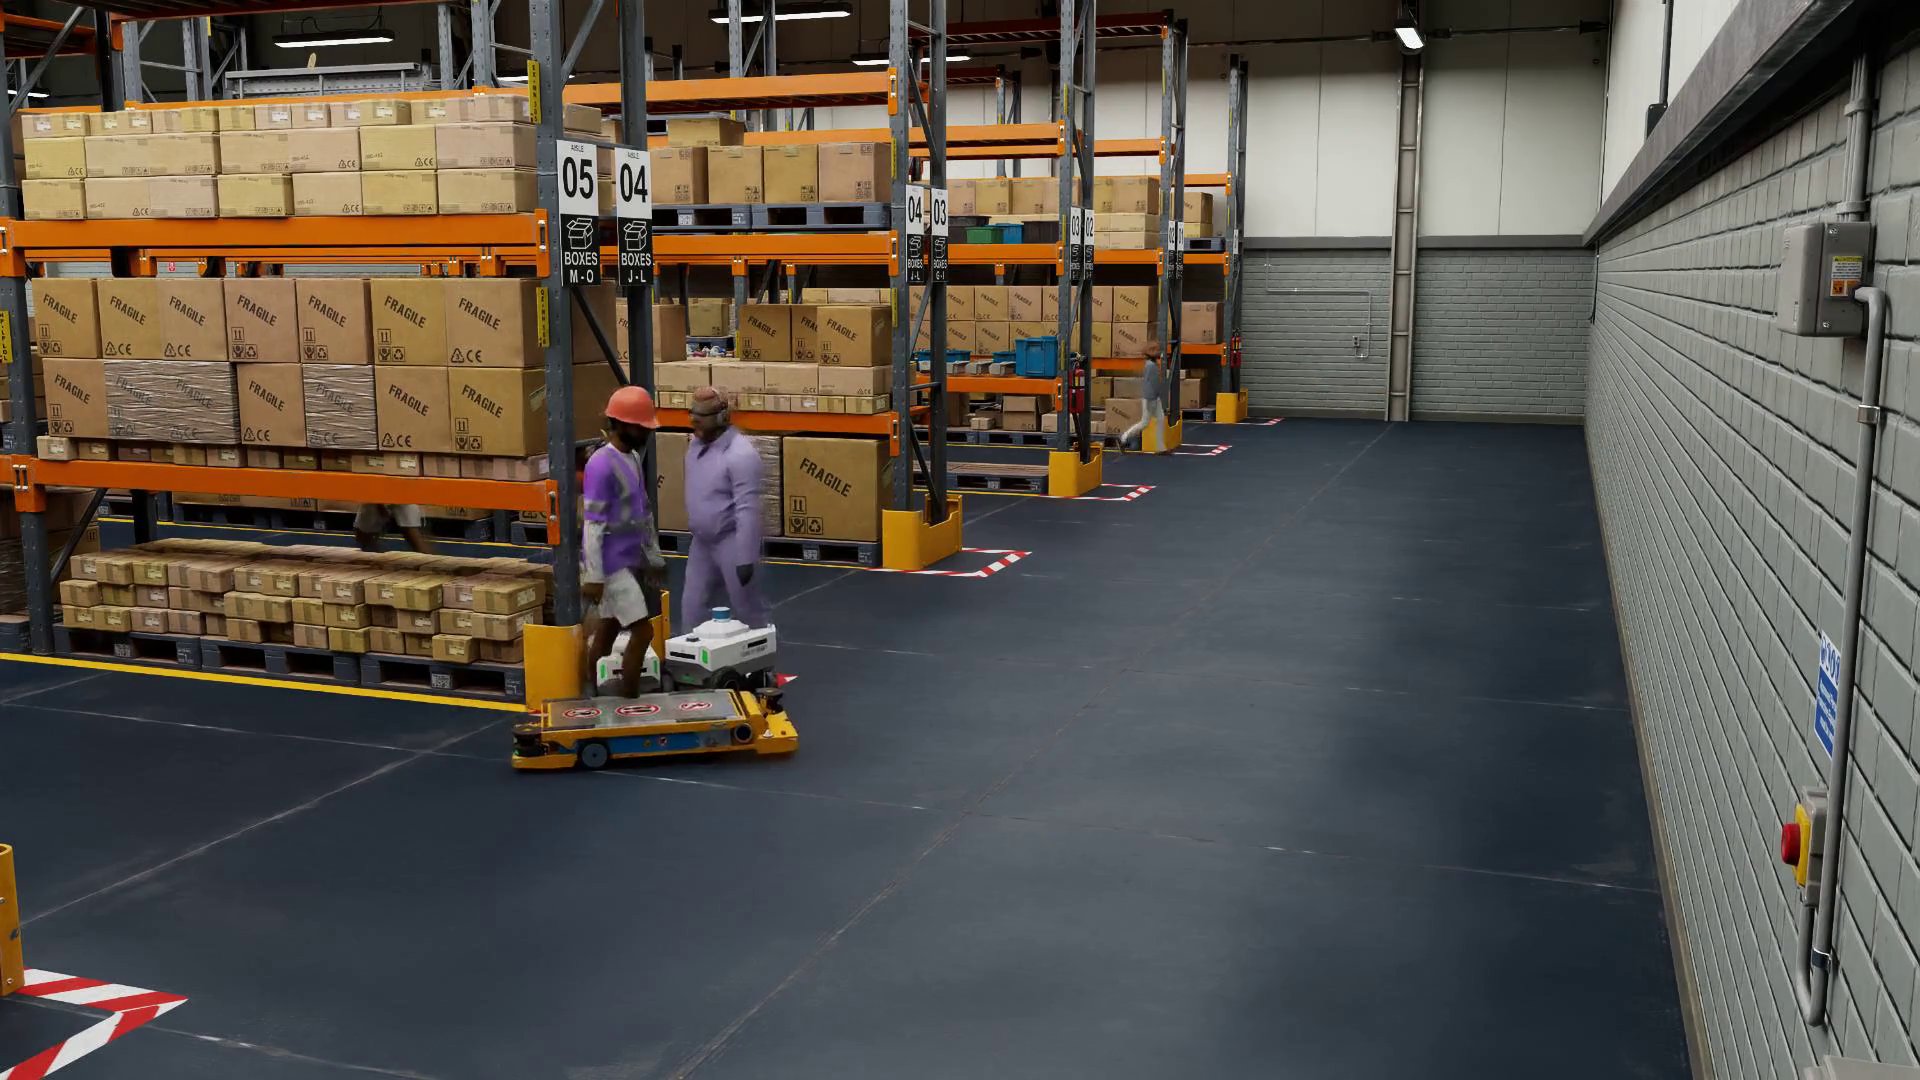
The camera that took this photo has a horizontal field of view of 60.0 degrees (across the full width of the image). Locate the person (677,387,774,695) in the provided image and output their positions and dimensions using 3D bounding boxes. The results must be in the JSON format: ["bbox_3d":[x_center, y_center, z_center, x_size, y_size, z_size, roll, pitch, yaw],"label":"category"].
[{"bbox_3d":[-1.418,0.046,9.622,0.857,1.855,0.663,-9,13,-44],"label":"person"}]

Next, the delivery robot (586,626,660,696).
[{"bbox_3d":[-1.900,0.688,9.360,0.477,0.478,0.707,-3,10,-18],"label":"delivery robot"}]

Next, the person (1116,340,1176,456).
[{"bbox_3d":[2.548,-1.932,22.775,0.759,1.605,0.516,3,10,18],"label":"person"}]

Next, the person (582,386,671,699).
[{"bbox_3d":[-1.786,0.127,8.926,0.639,1.901,0.583,1,9,3],"label":"person"}]

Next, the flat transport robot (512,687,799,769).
[{"bbox_3d":[-1.608,0.976,8.737,1.431,0.197,0.652,-2,9,-14],"label":"flat transport robot"}]

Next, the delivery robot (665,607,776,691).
[{"bbox_3d":[-1.388,0.634,9.695,0.477,0.478,0.707,6,11,30],"label":"delivery robot"}]

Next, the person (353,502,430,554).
[{"bbox_3d":[-4.309,-0.405,12.334,1.005,1.877,0.562,3,10,18],"label":"person"}]
